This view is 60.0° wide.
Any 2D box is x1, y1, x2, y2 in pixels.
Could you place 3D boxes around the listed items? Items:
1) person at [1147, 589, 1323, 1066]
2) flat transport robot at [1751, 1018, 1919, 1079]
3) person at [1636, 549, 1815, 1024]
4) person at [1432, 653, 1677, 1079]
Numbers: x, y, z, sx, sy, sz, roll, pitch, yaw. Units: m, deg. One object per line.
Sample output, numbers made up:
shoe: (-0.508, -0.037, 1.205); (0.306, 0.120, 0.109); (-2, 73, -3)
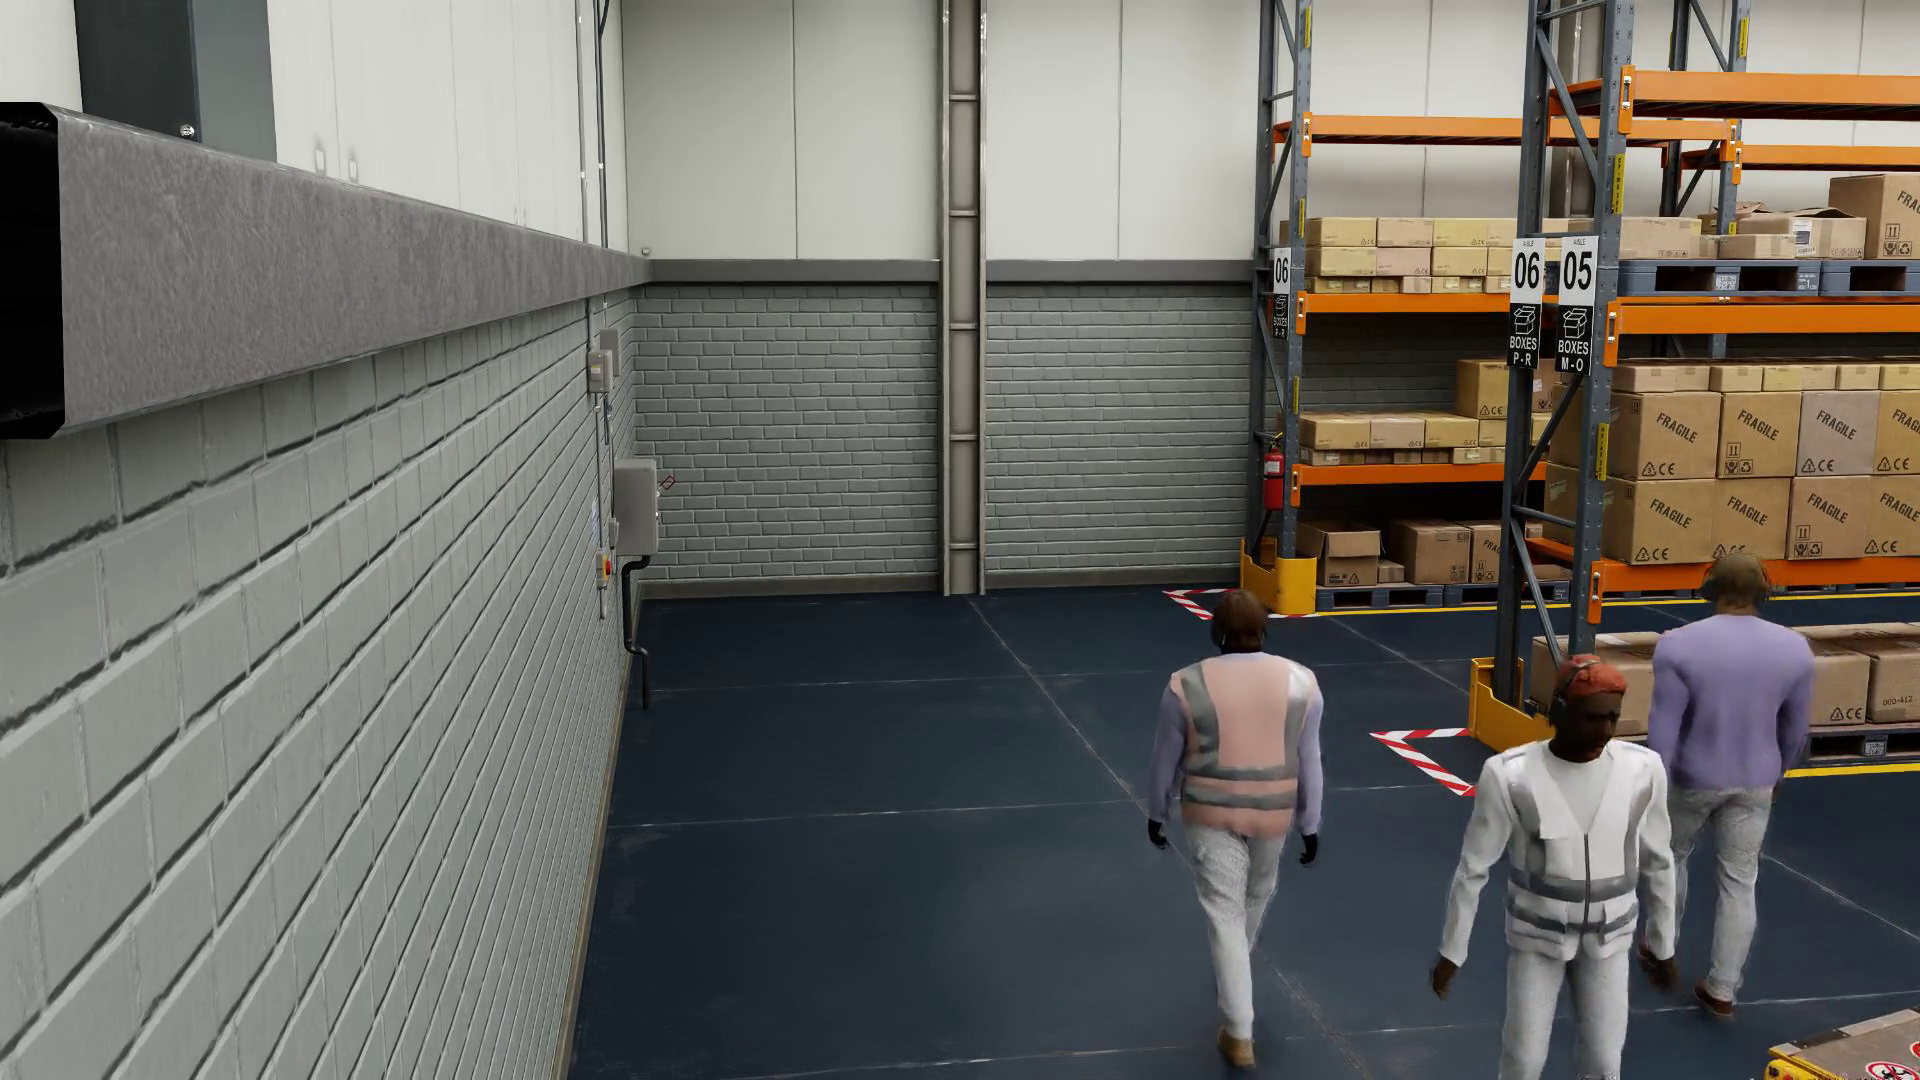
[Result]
person: (1.071, 1.075, 6.629); (0.656, 1.786, 0.970); (-1, 9, -5)
flat transport robot: (3.467, 1.947, 5.931); (1.431, 0.197, 0.652); (-4, 10, -25)
person: (3.132, 0.972, 6.921); (0.641, 1.903, 0.840); (2, 9, 9)
person: (1.861, 1.267, 5.196); (0.793, 1.880, 0.413); (0, 9, 3)
